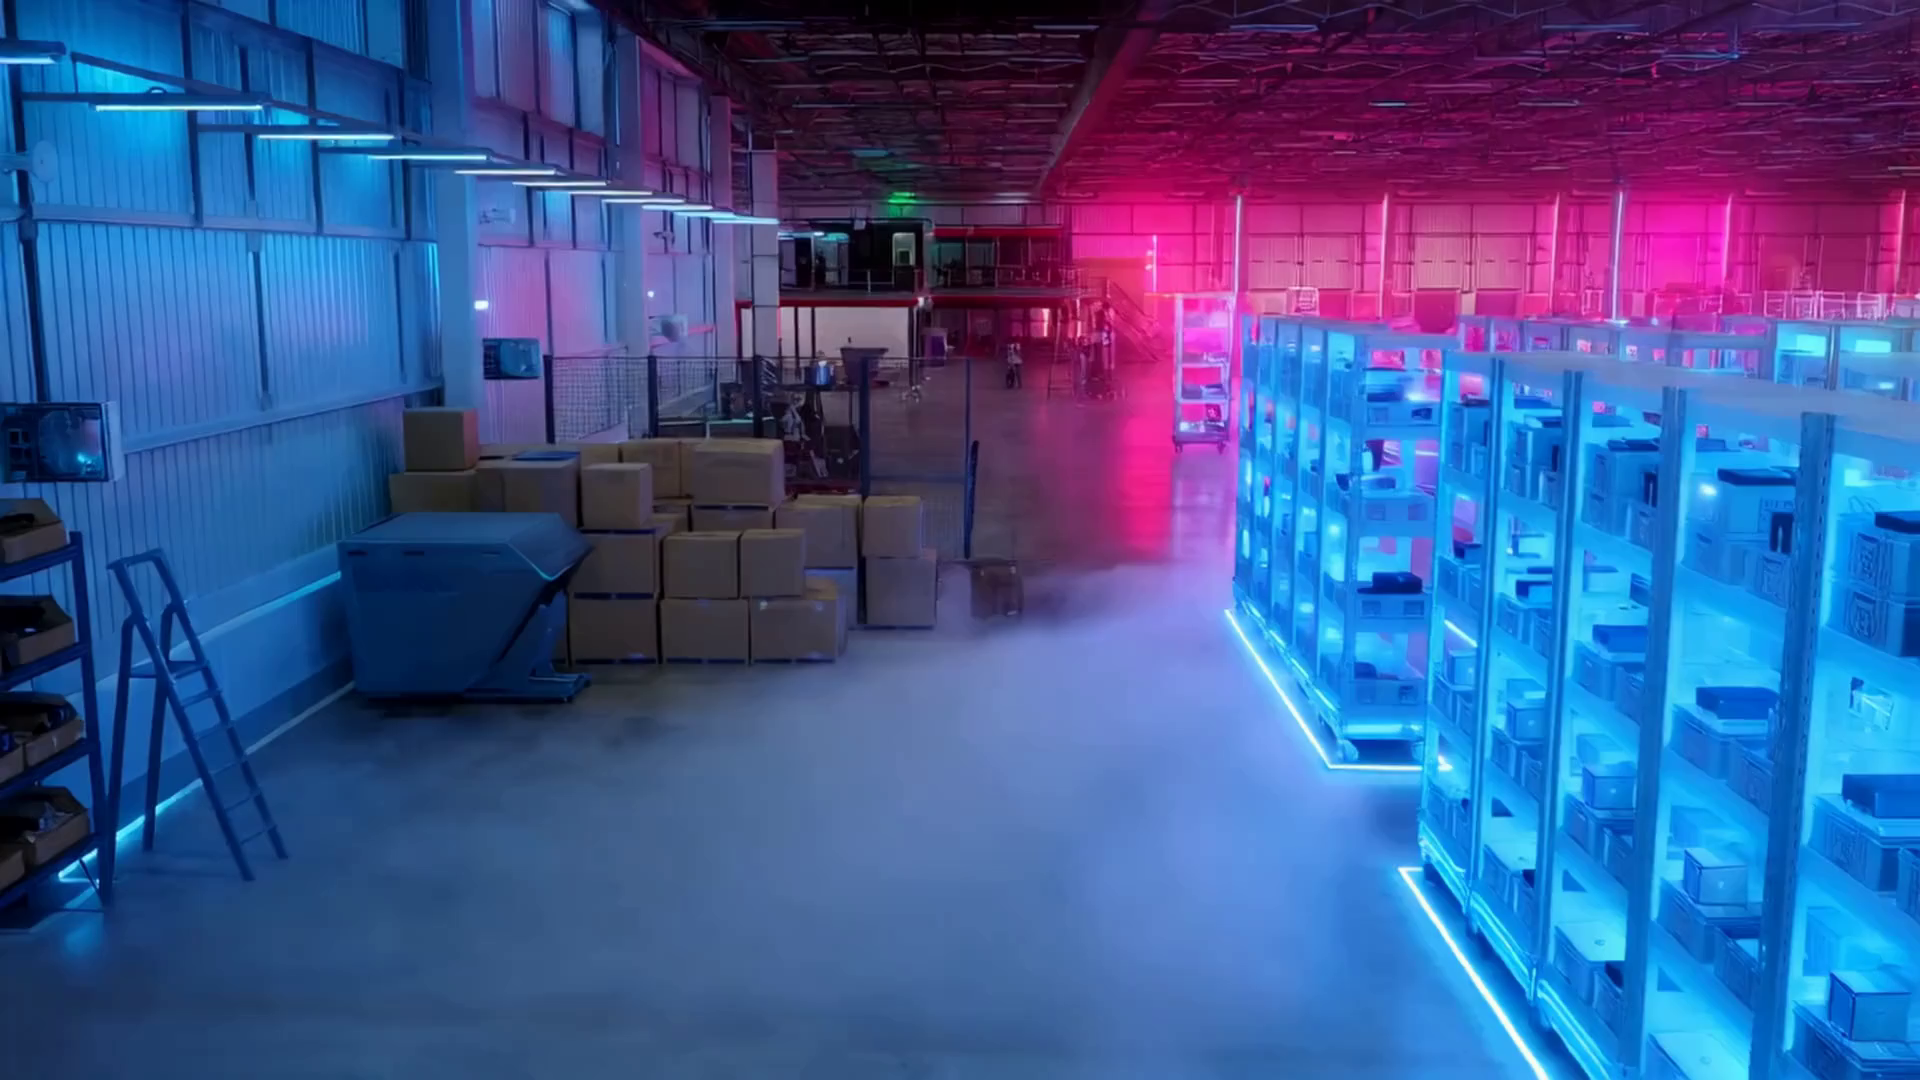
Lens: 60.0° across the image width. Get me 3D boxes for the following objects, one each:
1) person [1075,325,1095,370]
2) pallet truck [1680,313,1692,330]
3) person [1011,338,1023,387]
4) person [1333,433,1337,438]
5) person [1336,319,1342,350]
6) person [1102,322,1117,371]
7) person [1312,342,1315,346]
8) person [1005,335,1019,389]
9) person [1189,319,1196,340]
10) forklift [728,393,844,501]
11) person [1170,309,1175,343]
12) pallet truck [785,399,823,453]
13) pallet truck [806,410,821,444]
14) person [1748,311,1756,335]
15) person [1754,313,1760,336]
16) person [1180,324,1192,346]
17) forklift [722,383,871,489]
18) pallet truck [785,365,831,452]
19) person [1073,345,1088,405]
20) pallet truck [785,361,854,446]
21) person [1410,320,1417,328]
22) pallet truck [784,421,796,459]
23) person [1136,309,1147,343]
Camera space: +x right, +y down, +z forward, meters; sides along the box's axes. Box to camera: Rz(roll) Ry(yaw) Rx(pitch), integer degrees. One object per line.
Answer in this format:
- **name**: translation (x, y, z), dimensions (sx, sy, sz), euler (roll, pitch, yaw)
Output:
- **person**: translation (5.142, -7.920, 68.483), dimensions (0.811, 1.894, 0.592), euler (-5, 10, -27)
- **pallet truck**: translation (36.315, -10.531, 84.244), dimensions (0.823, 1.965, 1.885), euler (-6, 11, -33)
- **person**: translation (1.971, -6.263, 58.663), dimensions (0.521, 1.759, 0.347), euler (-4, 10, -25)
- **person**: translation (4.990, -0.494, 22.472), dimensions (0.470, 1.950, 0.660), euler (-7, 12, -37)
- **person**: translation (17.773, -9.567, 78.771), dimensions (0.859, 1.838, 0.554), euler (-2, 9, -13)
- **person**: translation (6.046, -7.929, 68.057), dimensions (0.672, 2.000, 0.536), euler (-5, 10, -29)
- **person**: translation (14.039, -7.545, 66.203), dimensions (1.027, 1.885, 0.555), euler (7, 11, 36)
- **person**: translation (1.766, -6.174, 57.791), dimensions (0.537, 1.856, 0.603), euler (4, 10, 23)
- **person**: translation (13.494, -12.533, 97.153), dimensions (0.645, 1.810, 0.772), euler (9, 13, 44)
- **forklift**: translation (-2.979, -1.316, 26.476), dimensions (2.680, 1.987, 1.157), euler (0, 9, 1)
- **person**: translation (12.149, -12.169, 94.561), dimensions (0.371, 1.927, 0.588), euler (0, 9, 1)
- **pallet truck**: translation (-3.814, -2.432, 36.419), dimensions (1.630, 1.274, 0.653), euler (0, 9, 1)
- **pallet truck**: translation (-3.559, -2.018, 33.905), dimensions (1.522, 1.261, 0.704), euler (0, 9, -1)
- **person**: translation (41.634, -11.043, 87.405), dimensions (0.613, 1.995, 0.391), euler (-6, 11, -33)
- **person**: translation (42.401, -11.110, 88.244), dimensions (0.717, 1.868, 0.627), euler (1, 9, 3)
- **person**: translation (10.616, -9.539, 78.334), dimensions (0.660, 1.924, 0.444), euler (-3, 10, -16)
- **forklift**: translation (-2.893, -1.687, 28.729), dimensions (2.680, 1.987, 1.157), euler (0, 9, -1)
- **pallet truck**: translation (-3.774, -2.976, 37.635), dimensions (1.885, 1.965, 0.823), euler (1, 9, 5)
- **person**: translation (3.747, -5.031, 50.739), dimensions (0.374, 1.859, 0.507), euler (3, 10, 17)
- **pallet truck**: translation (-3.410, -3.193, 38.978), dimensions (1.885, 1.965, 0.823), euler (0, 9, -1)
- **person**: translation (19.612, -8.563, 72.168), dimensions (0.606, 1.977, 1.081), euler (8, 12, 41)
- **pallet truck**: translation (-4.013, -1.793, 32.705), dimensions (1.601, 1.201, 0.680), euler (0, 9, 1)
- **person**: translation (9.894, -11.578, 90.711), dimensions (0.625, 1.990, 0.383), euler (1, 9, 5)
